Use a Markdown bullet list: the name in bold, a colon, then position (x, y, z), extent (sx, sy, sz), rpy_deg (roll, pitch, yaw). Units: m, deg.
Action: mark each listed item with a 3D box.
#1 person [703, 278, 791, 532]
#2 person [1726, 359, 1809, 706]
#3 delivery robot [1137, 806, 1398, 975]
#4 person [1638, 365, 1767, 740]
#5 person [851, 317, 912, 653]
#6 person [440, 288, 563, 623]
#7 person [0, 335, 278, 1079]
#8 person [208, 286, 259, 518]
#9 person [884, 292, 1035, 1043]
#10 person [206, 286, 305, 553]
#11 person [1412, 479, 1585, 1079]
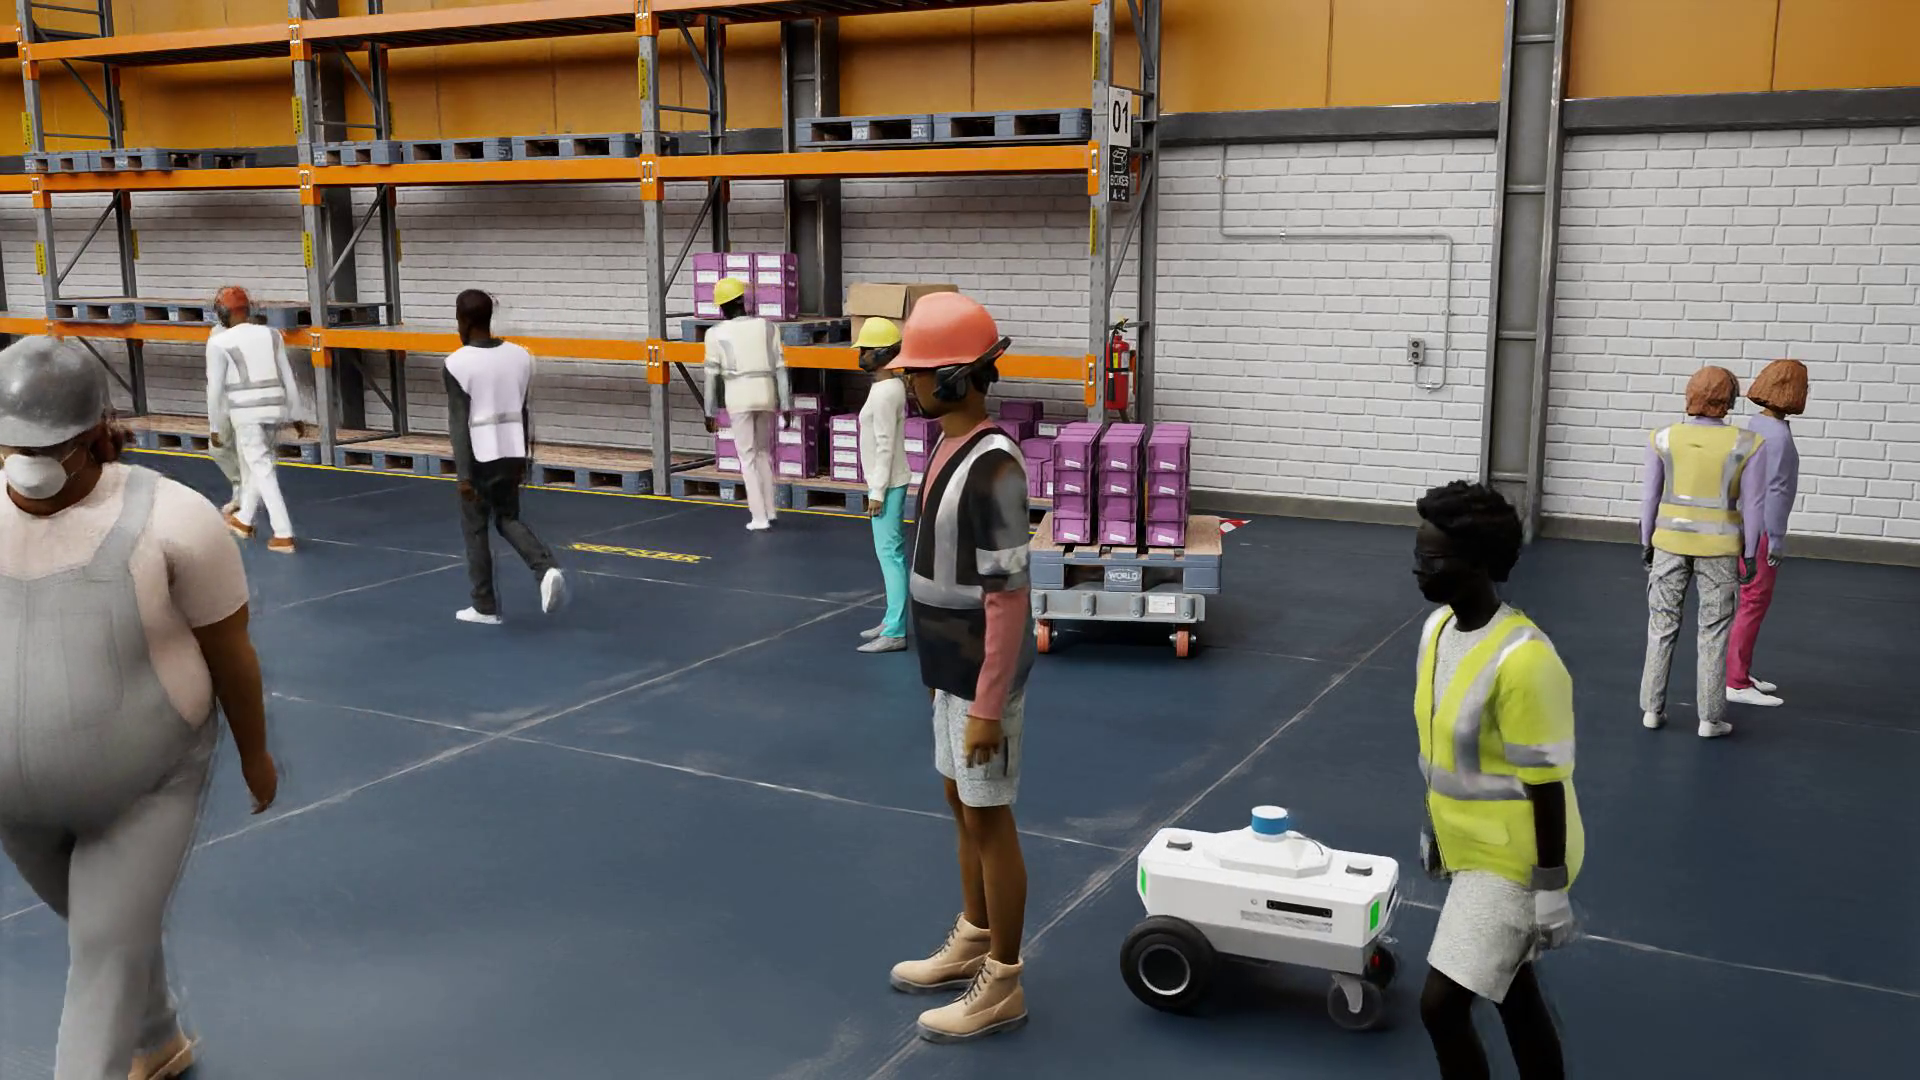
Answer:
- **person**: position (-1.590, -1.004, 12.403), extent (0.601, 1.879, 0.621), rpy_deg (-6, 12, -31)
- **person**: position (3.787, -0.038, 7.825), extent (0.280, 1.624, 0.493), rpy_deg (3, 11, 14)
- **delivery robot**: position (0.882, 1.007, 4.770), extent (0.707, 0.478, 0.477), rpy_deg (4, 11, 22)
- **person**: position (3.234, 0.056, 7.296), extent (0.519, 1.631, 0.316), rpy_deg (8, 13, 38)
- **person**: position (-0.415, -0.287, 8.804), extent (0.312, 1.768, 0.529), rpy_deg (0, 10, 1)
- **person**: position (-2.584, -0.448, 9.303), extent (0.645, 1.904, 0.602), rpy_deg (7, 13, 35)
- **person**: position (-2.016, 0.489, 3.793), extent (0.712, 2.000, 1.003), rpy_deg (0, 10, 0)
- **person**: position (-5.537, -1.039, 12.800), extent (0.566, 1.818, 0.458), rpy_deg (5, 11, 25)
- **person**: position (0.002, 0.353, 4.541), extent (0.394, 2.040, 0.609), rpy_deg (-2, 11, -12)
- **person**: position (-5.013, -0.849, 11.674), extent (0.975, 1.833, 0.627), rpy_deg (6, 12, 30)
- **person**: position (1.159, 0.697, 3.693), extent (0.598, 1.660, 0.542), rpy_deg (-1, 10, -4)
